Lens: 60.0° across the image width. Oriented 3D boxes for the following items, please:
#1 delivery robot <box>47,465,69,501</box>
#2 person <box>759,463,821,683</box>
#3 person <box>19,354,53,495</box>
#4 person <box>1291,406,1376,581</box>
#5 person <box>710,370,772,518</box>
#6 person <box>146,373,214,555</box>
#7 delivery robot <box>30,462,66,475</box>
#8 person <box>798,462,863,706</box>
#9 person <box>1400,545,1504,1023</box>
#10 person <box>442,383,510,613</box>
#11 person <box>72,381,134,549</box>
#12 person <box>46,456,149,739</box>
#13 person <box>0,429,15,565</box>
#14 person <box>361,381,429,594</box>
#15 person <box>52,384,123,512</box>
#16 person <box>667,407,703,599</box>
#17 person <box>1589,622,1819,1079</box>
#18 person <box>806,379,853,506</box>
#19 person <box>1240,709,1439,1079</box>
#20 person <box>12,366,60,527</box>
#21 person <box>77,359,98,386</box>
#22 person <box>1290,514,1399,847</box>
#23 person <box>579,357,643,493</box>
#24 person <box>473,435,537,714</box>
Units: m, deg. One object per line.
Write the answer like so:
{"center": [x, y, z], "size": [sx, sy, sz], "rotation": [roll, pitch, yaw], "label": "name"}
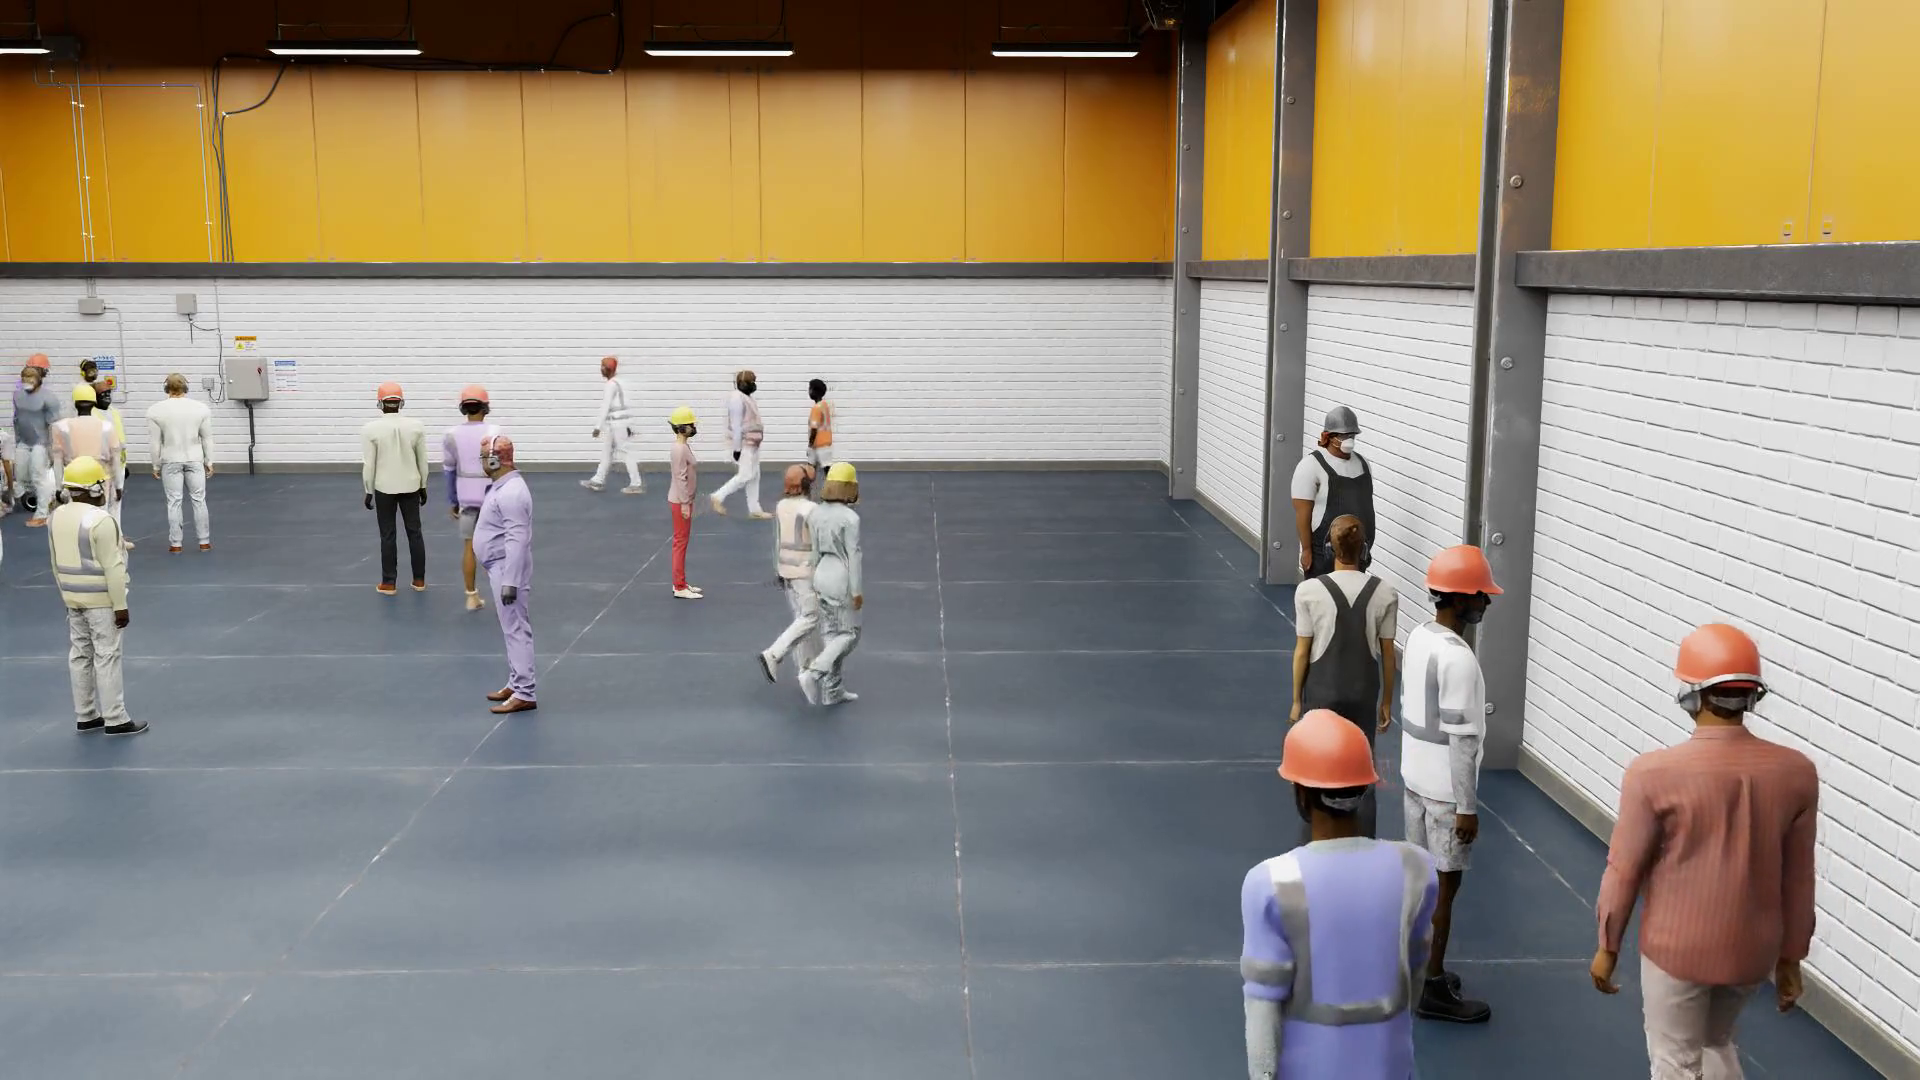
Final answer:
{"center": [-11.381, -0.702, 20.986], "size": [0.707, 0.478, 0.477], "rotation": [-2, 9, -13], "label": "delivery robot"}
{"center": [-1.214, 0.253, 12.145], "size": [0.588, 1.620, 0.523], "rotation": [-7, 12, -36], "label": "person"}
{"center": [-12.419, -1.568, 22.512], "size": [0.546, 1.881, 0.907], "rotation": [5, 10, 26], "label": "person"}
{"center": [2.802, 0.030, 12.243], "size": [0.682, 2.000, 0.537], "rotation": [-5, 11, -29], "label": "person"}
{"center": [-2.654, -1.147, 20.138], "size": [0.631, 1.827, 0.631], "rotation": [1, 9, 6], "label": "person"}
{"center": [-8.275, -0.809, 17.696], "size": [0.630, 1.940, 0.372], "rotation": [-5, 11, -30], "label": "person"}
{"center": [-11.606, -0.772, 21.417], "size": [0.707, 0.478, 0.477], "rotation": [-5, 10, -28], "label": "delivery robot"}
{"center": [-0.898, 0.323, 11.446], "size": [0.540, 1.712, 0.524], "rotation": [-8, 12, -42], "label": "person"}
{"center": [1.983, 0.976, 6.757], "size": [0.358, 1.936, 0.552], "rotation": [-1, 9, -5], "label": "person"}
{"center": [-4.218, -0.360, 14.656], "size": [0.627, 2.034, 0.398], "rotation": [1, 9, 6], "label": "person"}
{"center": [-9.160, -0.782, 17.829], "size": [0.429, 1.842, 0.633], "rotation": [2, 10, 14], "label": "person"}
{"center": [-5.592, 0.371, 10.774], "size": [0.595, 1.837, 0.404], "rotation": [5, 10, 26], "label": "person"}
{"center": [-9.321, -0.463, 15.883], "size": [0.516, 1.847, 0.857], "rotation": [-7, 12, -38], "label": "person"}
{"center": [-5.278, -0.489, 15.563], "size": [0.608, 1.995, 0.376], "rotation": [-7, 11, -36], "label": "person"}
{"center": [-8.571, -0.579, 16.366], "size": [0.616, 1.908, 0.410], "rotation": [-6, 11, -32], "label": "person"}
{"center": [-2.542, -0.346, 15.380], "size": [0.312, 1.771, 0.525], "rotation": [-2, 9, -9], "label": "person"}
{"center": [2.256, 1.230, 5.094], "size": [0.616, 1.978, 0.445], "rotation": [-2, 9, -9], "label": "person"}
{"center": [-1.754, -1.210, 21.035], "size": [0.862, 1.653, 0.543], "rotation": [1, 9, 5], "label": "person"}
{"center": [0.987, 1.380, 4.458], "size": [0.549, 1.886, 0.979], "rotation": [-1, 9, -6], "label": "person"}
{"center": [-10.872, -1.101, 19.582], "size": [0.683, 1.907, 0.469], "rotation": [3, 10, 19], "label": "person"}
{"center": [-11.626, -1.526, 22.408], "size": [0.555, 1.827, 0.604], "rotation": [-1, 9, -5], "label": "person"}
{"center": [1.885, 0.792, 8.195], "size": [0.505, 1.841, 0.332], "rotation": [0, 9, 0], "label": "person"}
{"center": [-4.737, -1.540, 22.470], "size": [0.944, 1.836, 0.588], "rotation": [0, 9, -2], "label": "person"}
{"center": [-3.132, 0.231, 11.428], "size": [0.401, 1.904, 0.651], "rotation": [-3, 10, -18], "label": "person"}
